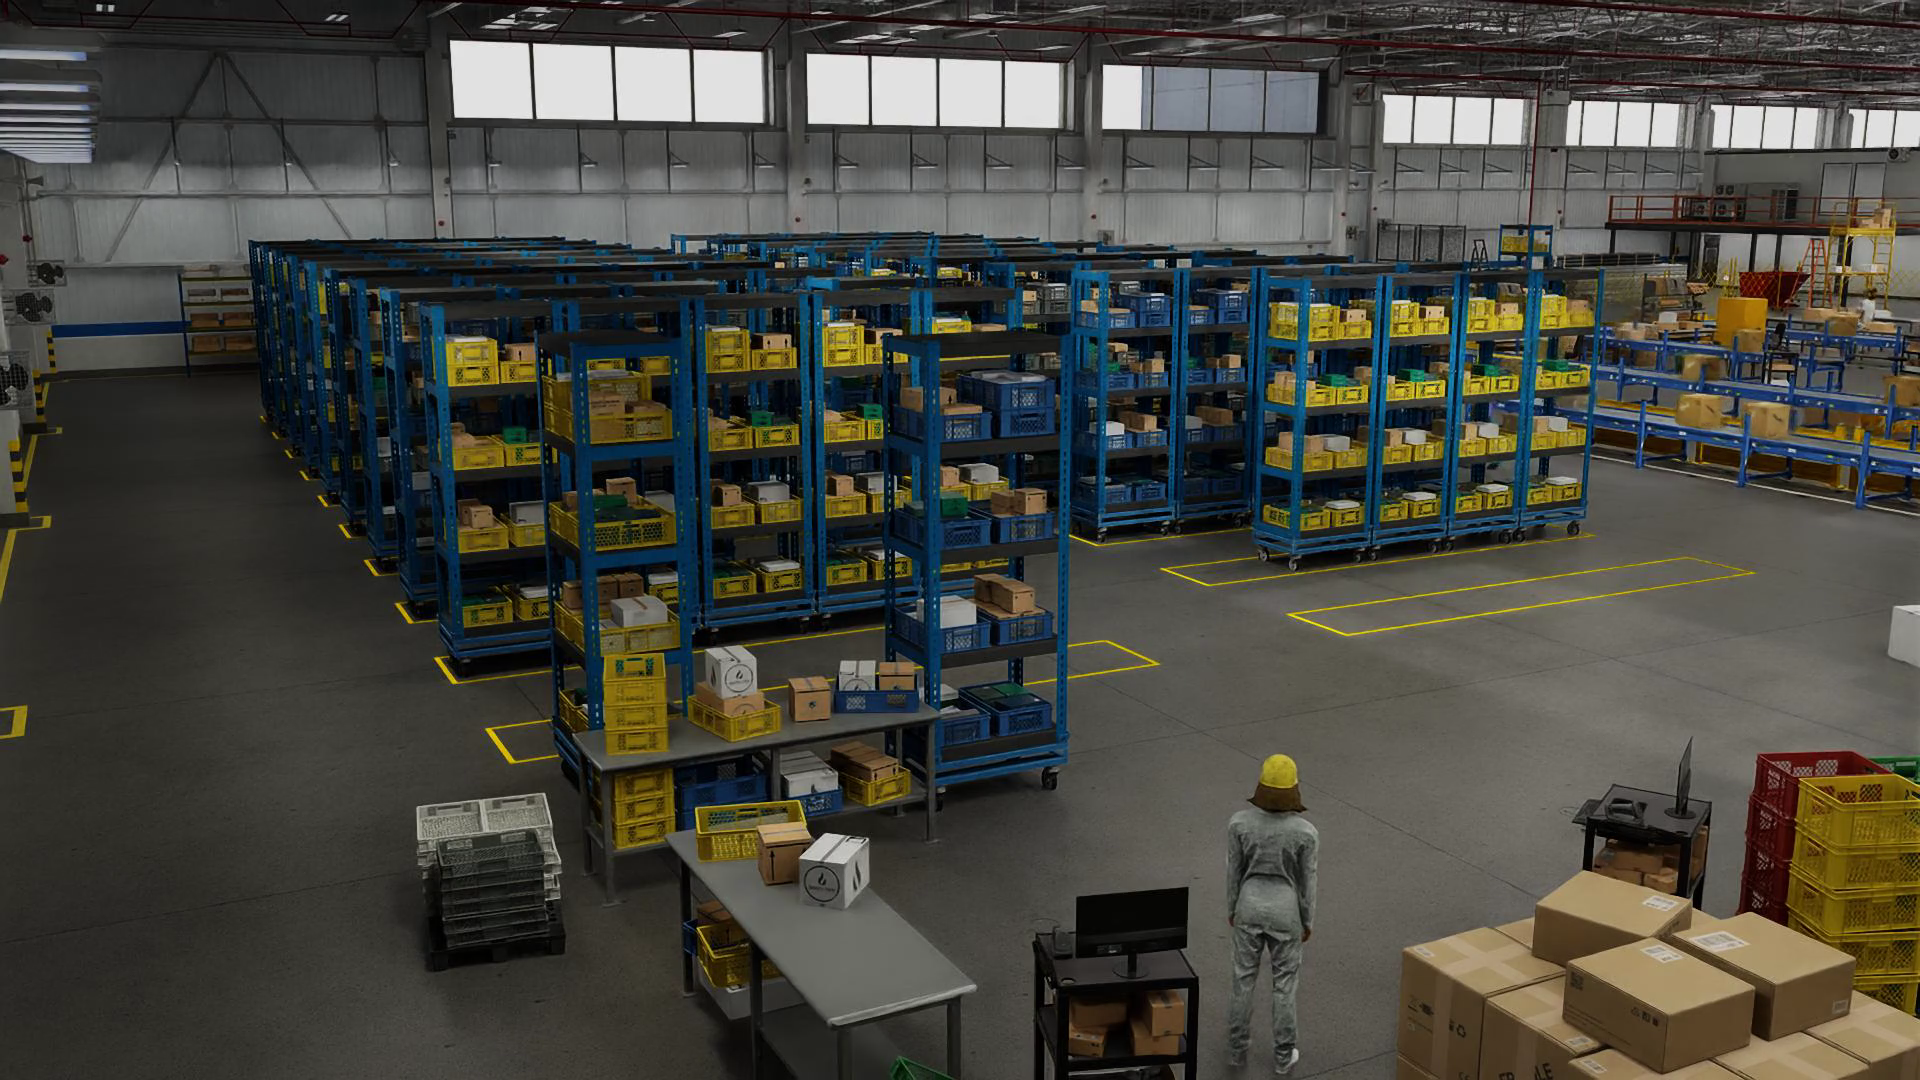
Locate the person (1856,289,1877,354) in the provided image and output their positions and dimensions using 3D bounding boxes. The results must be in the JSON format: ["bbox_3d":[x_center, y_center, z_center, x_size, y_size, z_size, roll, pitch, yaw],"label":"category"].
[{"bbox_3d":[25.318,-6.079,46.358,0.549,1.852,0.425,-6,14,-27],"label":"person"}]

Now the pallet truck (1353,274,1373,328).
[{"bbox_3d":[13.011,-8.050,55.243,0.823,1.965,1.885,-7,14,-28],"label":"pallet truck"}]

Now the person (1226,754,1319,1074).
[{"bbox_3d":[1.664,1.988,8.915,0.484,1.734,0.345,4,13,19],"label":"person"}]

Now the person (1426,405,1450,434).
[{"bbox_3d":[8.097,-2.249,28.391,0.646,1.877,0.826,1,12,6],"label":"person"}]

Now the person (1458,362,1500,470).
[{"bbox_3d":[8.677,-2.061,27.727,0.588,1.834,0.817,-9,15,-36],"label":"person"}]
